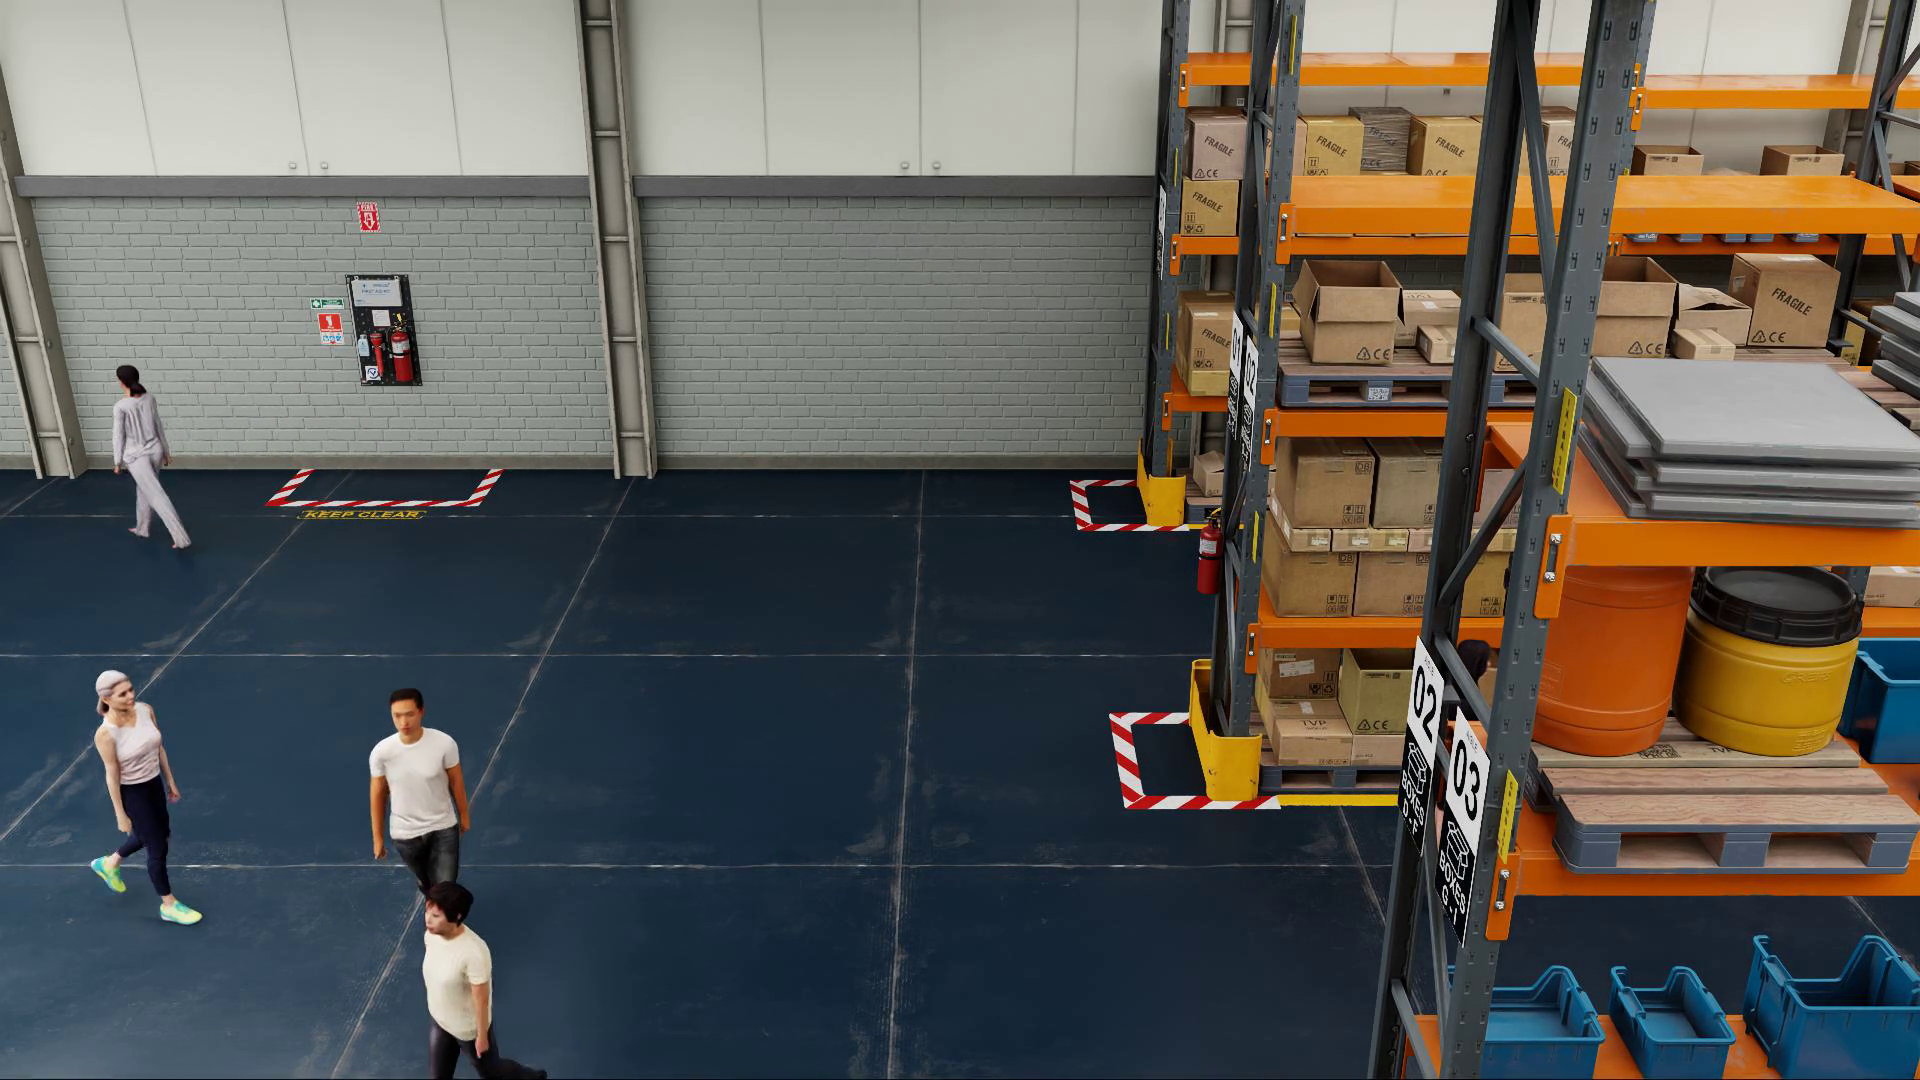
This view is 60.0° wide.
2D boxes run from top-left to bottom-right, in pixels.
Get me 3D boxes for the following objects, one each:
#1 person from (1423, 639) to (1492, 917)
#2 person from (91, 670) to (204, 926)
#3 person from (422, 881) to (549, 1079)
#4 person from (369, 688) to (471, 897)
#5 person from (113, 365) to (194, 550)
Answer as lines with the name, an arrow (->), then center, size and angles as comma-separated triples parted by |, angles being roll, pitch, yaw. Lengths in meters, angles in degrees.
person -> 2.979, 1.416, 10.108 | 0.541, 1.806, 0.615 | 3, 23, 8
person -> -5.001, 1.529, 10.000 | 1.015, 1.682, 0.721 | 4, 23, 10
person -> -2.390, 2.354, 8.218 | 1.019, 1.558, 1.004 | 15, 27, 32
person -> -3.098, 1.633, 9.658 | 1.120, 1.758, 0.869 | -4, 23, -10
person -> -7.398, -0.711, 15.211 | 1.183, 1.726, 0.935 | 12, 26, 25
